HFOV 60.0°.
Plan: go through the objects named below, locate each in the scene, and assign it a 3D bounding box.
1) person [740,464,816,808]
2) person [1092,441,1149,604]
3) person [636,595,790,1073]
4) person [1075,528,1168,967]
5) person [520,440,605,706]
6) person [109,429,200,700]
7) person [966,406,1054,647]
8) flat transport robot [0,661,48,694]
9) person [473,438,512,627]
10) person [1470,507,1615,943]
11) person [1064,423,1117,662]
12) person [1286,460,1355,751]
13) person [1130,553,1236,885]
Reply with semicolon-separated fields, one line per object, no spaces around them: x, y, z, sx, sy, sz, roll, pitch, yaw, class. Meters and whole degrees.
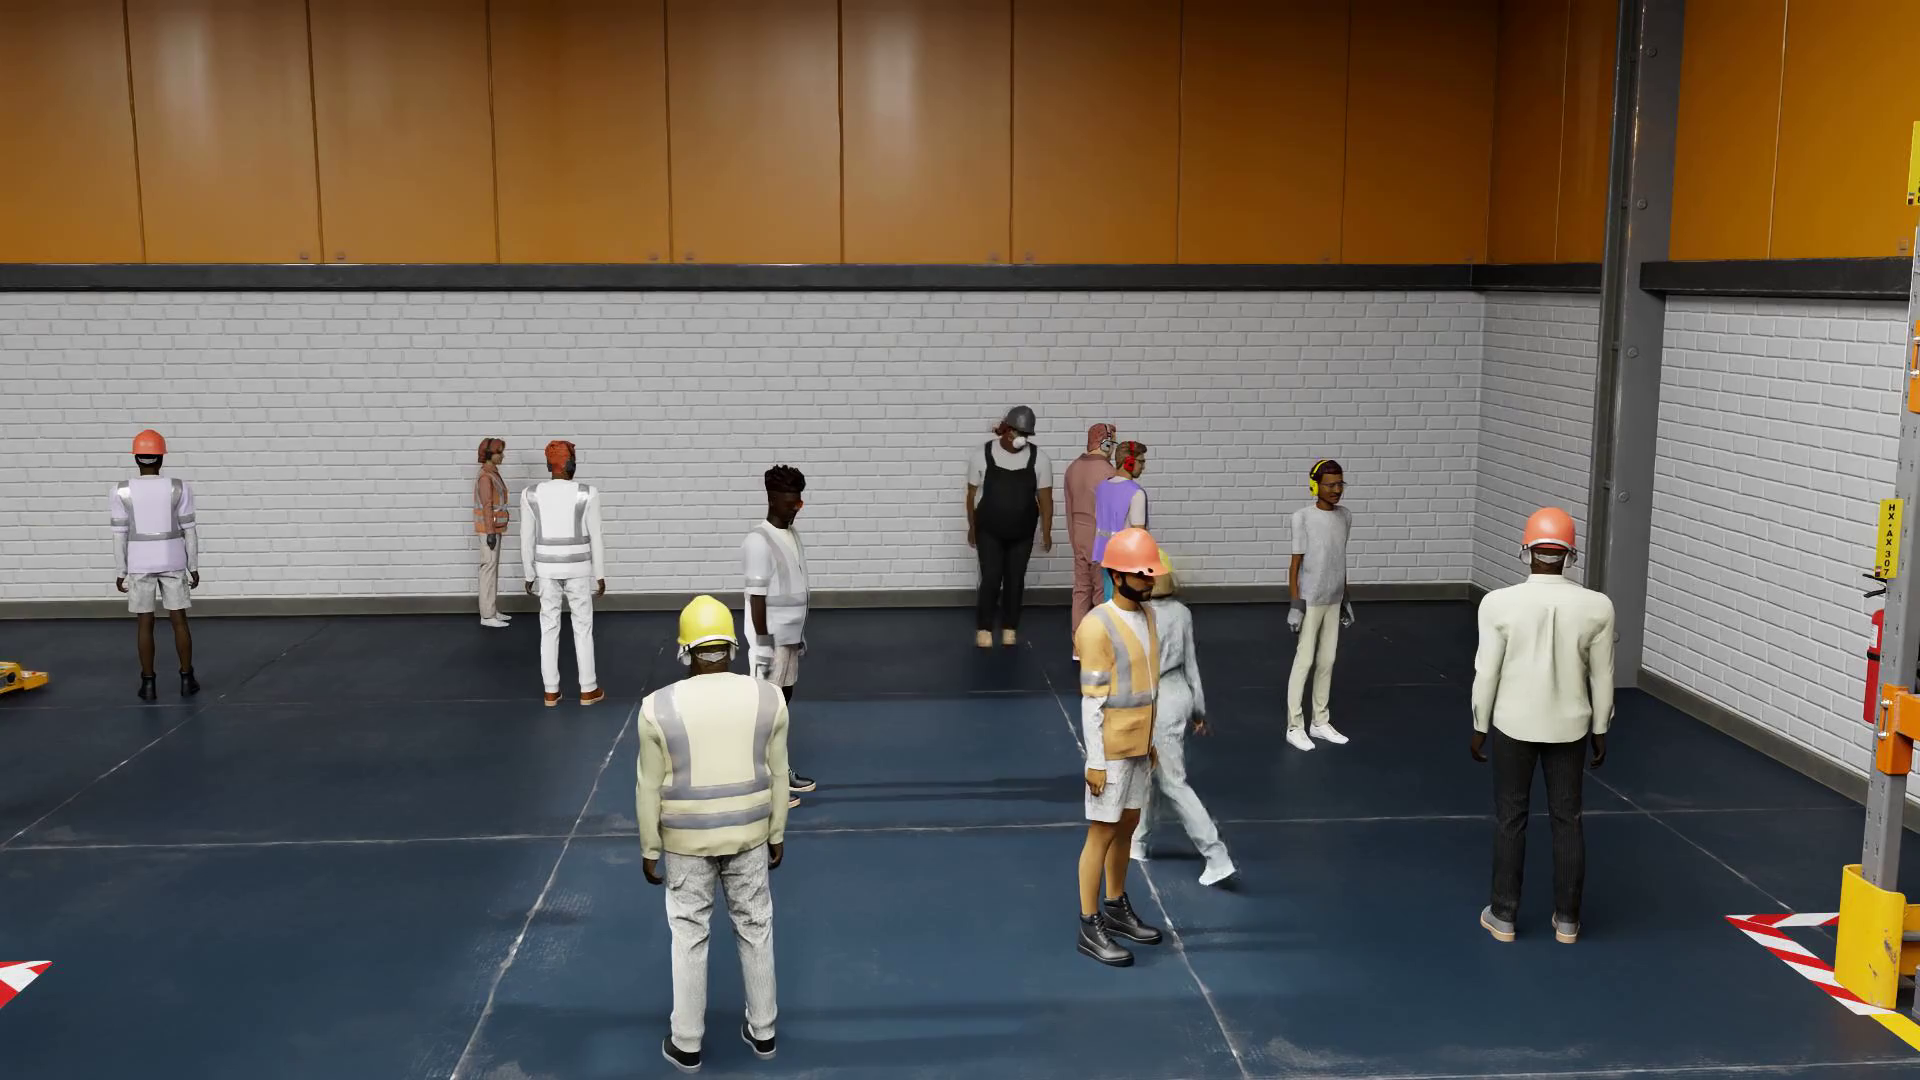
-1.042;0.540;9.578;0.376;1.959;0.600;2;9;14;person
1.174;0.200;12.098;0.387;1.838;0.563;-5;10;-29;person
-0.944;1.120;6.384;0.591;1.823;0.405;-4;10;-21;person
0.740;0.901;7.384;0.373;1.934;0.551;6;11;34;person
-2.788;0.236;11.727;0.578;1.882;0.346;0;9;0;person
-5.764;0.176;11.937;0.553;1.935;0.362;-5;10;-27;person
0.414;-0.131;13.542;0.701;2.000;0.593;-1;9;-7;person
-7.221;1.054;11.639;0.652;0.197;1.431;3;9;15;flat transport robot
-4.055;-0.069;14.412;0.311;1.636;0.523;-2;9;-10;person
2.639;0.842;7.575;0.622;1.992;0.396;1;9;7;person
1.087;0.042;12.890;0.406;1.903;0.639;-6;11;-31;person
2.325;0.408;10.691;0.531;1.869;0.310;-6;11;-32;person
1.072;0.868;8.353;0.854;1.691;0.504;8;12;41;person
